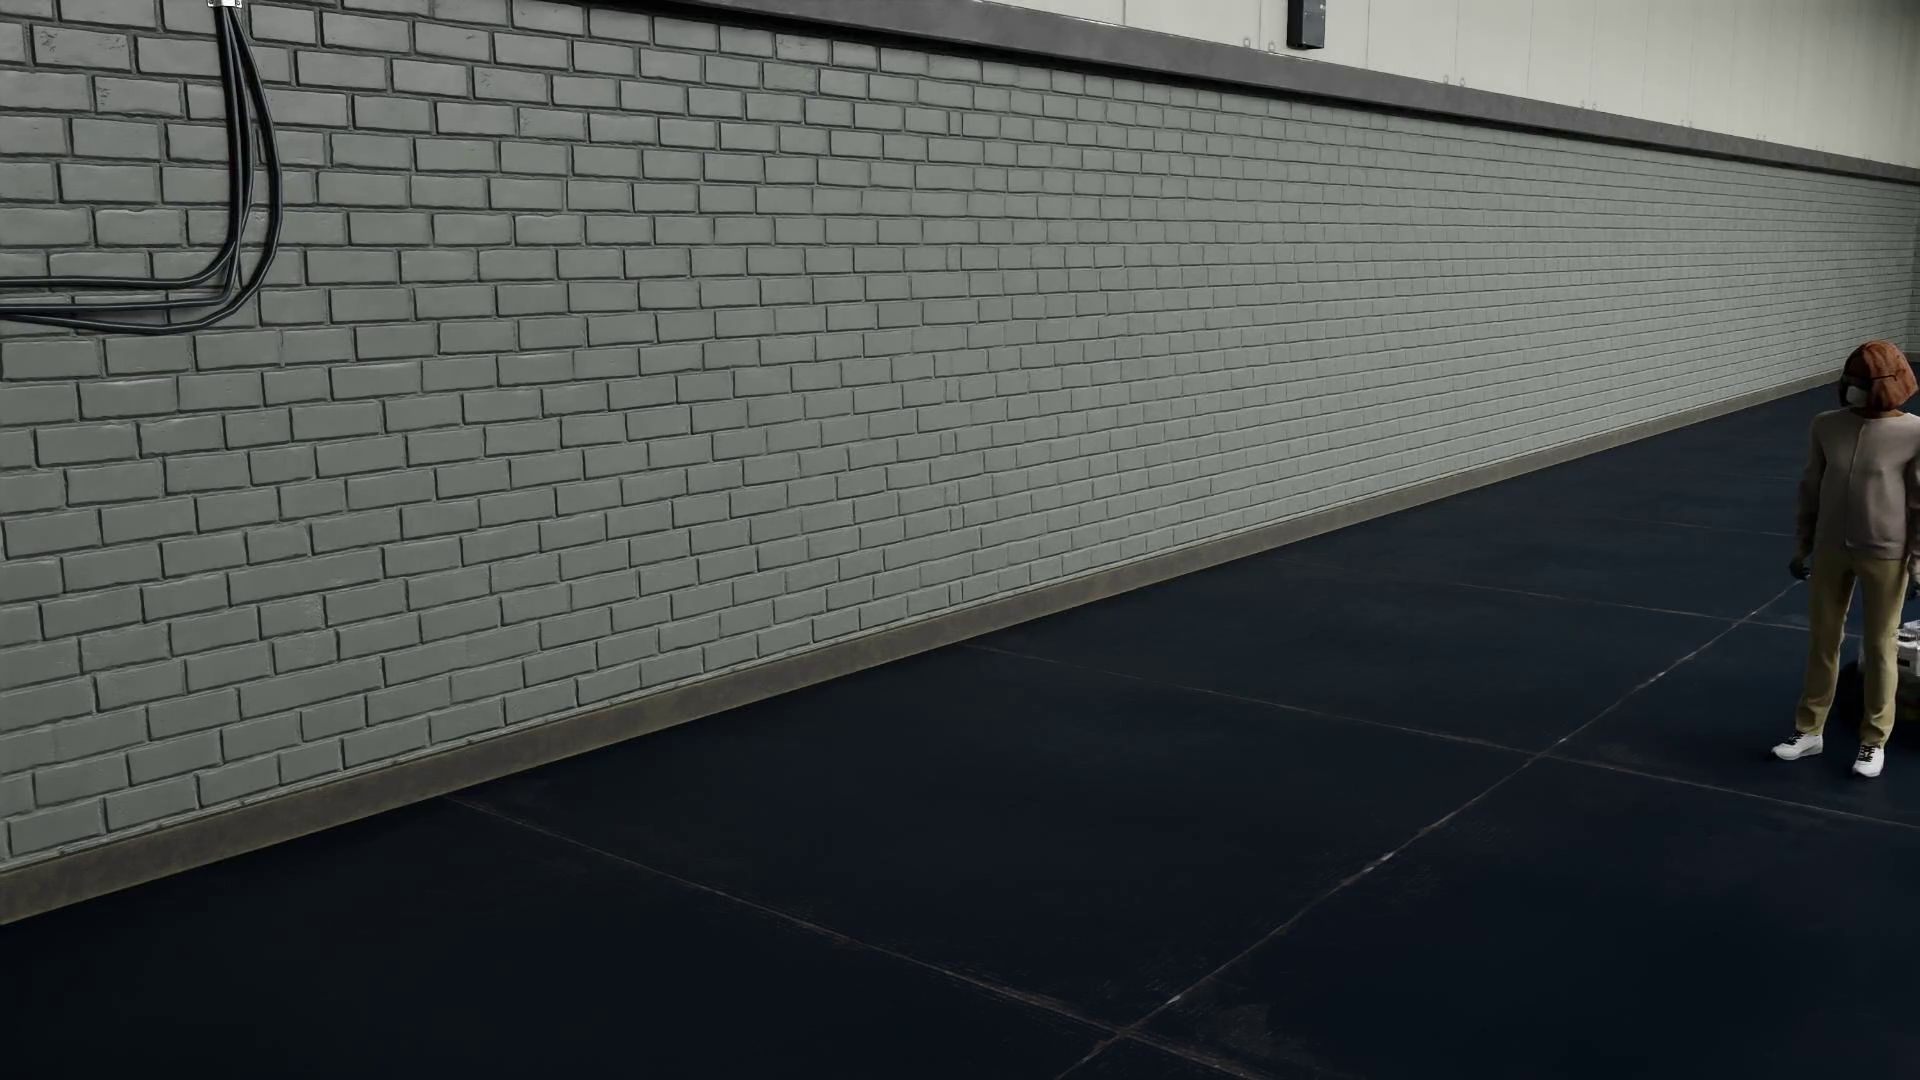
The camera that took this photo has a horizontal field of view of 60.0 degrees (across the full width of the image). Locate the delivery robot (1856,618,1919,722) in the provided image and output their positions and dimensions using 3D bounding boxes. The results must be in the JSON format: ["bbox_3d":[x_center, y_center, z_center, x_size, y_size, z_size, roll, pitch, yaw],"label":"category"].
[{"bbox_3d":[4.048,0.481,6.825,0.707,0.478,0.477,-5,11,-24],"label":"delivery robot"}]

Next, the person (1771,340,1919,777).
[{"bbox_3d":[3.389,0.067,6.269,0.283,1.633,0.498,-8,13,-36],"label":"person"}]
